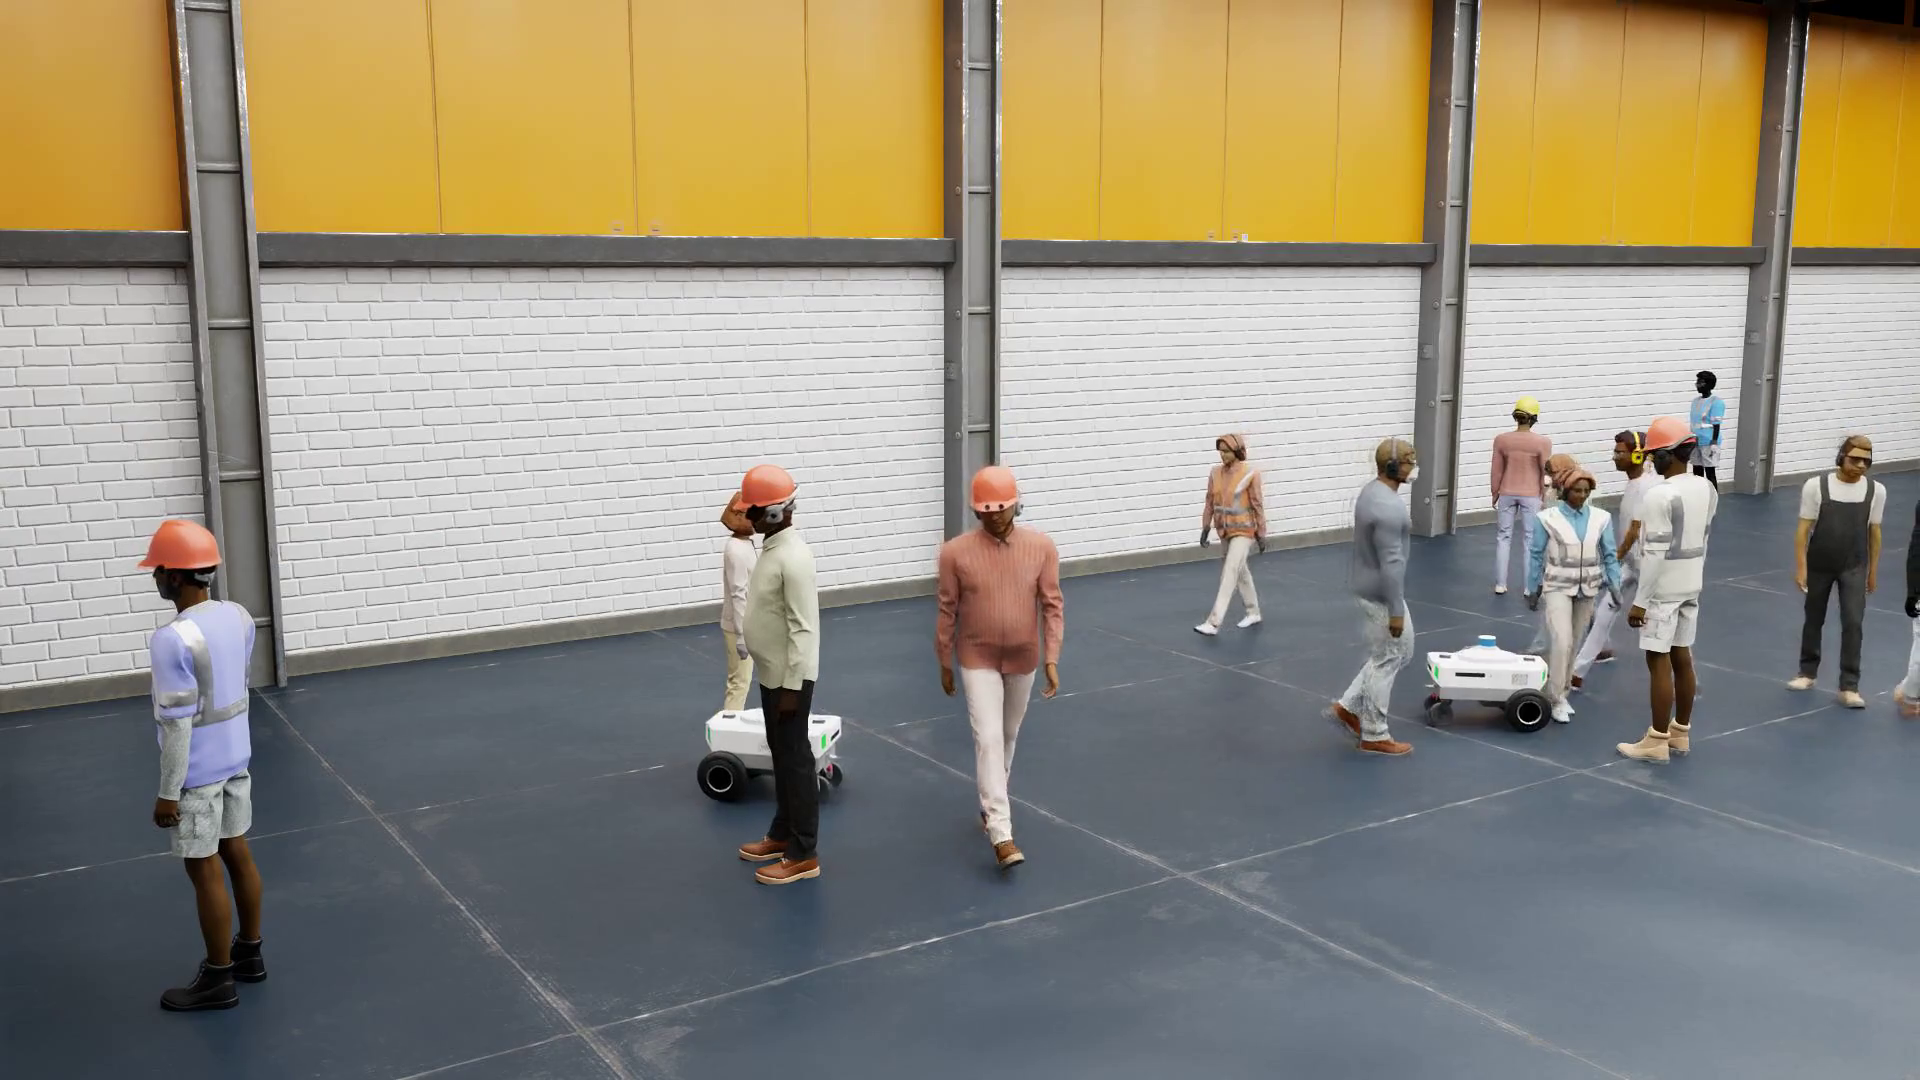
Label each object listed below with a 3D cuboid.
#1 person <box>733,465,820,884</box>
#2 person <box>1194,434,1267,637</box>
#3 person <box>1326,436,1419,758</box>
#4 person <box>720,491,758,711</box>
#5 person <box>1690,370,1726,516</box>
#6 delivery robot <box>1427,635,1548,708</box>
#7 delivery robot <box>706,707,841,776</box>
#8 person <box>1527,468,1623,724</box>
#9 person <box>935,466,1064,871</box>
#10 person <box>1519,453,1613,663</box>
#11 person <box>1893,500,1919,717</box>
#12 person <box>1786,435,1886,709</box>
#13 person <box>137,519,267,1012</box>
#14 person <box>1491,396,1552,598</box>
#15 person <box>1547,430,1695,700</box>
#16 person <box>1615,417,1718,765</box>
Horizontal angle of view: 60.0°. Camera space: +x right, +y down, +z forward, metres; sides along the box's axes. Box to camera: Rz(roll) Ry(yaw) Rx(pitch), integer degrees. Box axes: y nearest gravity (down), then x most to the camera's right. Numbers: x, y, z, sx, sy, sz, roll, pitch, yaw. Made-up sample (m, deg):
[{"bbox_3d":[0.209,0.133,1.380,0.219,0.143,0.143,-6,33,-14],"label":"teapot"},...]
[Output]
[{"bbox_3d":[-0.861,0.628,7.891,0.391,1.986,0.609,-3,10,-18],"label":"person"},{"bbox_3d":[2.137,-0.045,13.138,0.878,1.580,0.528,-7,12,-36],"label":"person"},{"bbox_3d":[2.511,0.341,9.806,0.450,1.920,0.647,1,9,6],"label":"person"},{"bbox_3d":[-1.235,0.524,9.573,0.278,1.631,0.507,-1,9,-3],"label":"person"},{"bbox_3d":[8.650,-1.123,19.332,0.319,1.691,0.537,-2,10,-10],"label":"person"},{"bbox_3d":[3.341,0.850,10.569,0.707,0.478,0.477,1,10,8],"label":"delivery robot"},{"bbox_3d":[-1.021,1.085,9.157,0.707,0.478,0.477,2,10,11],"label":"delivery robot"},{"bbox_3d":[3.932,0.360,10.595,0.512,1.612,0.658,-1,10,-7],"label":"person"},{"bbox_3d":[0.215,0.610,8.113,0.603,1.933,0.998,-2,10,-12],"label":"person"},{"bbox_3d":[4.379,0.154,11.994,0.897,1.584,0.507,-1,9,-7],"label":"person"},{"bbox_3d":[6.216,0.305,10.385,0.653,1.797,0.908,3,10,16],"label":"person"},{"bbox_3d":[5.850,0.189,11.106,0.519,1.810,0.665,4,10,20],"label":"person"},{"bbox_3d":[-2.980,0.876,6.527,0.349,1.942,0.545,1,9,6],"label":"person"},{"bbox_3d":[4.934,-0.381,14.628,0.528,1.767,0.329,7,12,36],"label":"person"},{"bbox_3d":[4.483,0.178,11.130,1.004,1.814,0.518,1,9,6],"label":"person"},{"bbox_3d":[4.127,0.295,9.753,0.605,2.034,0.390,-7,12,-37],"label":"person"}]
